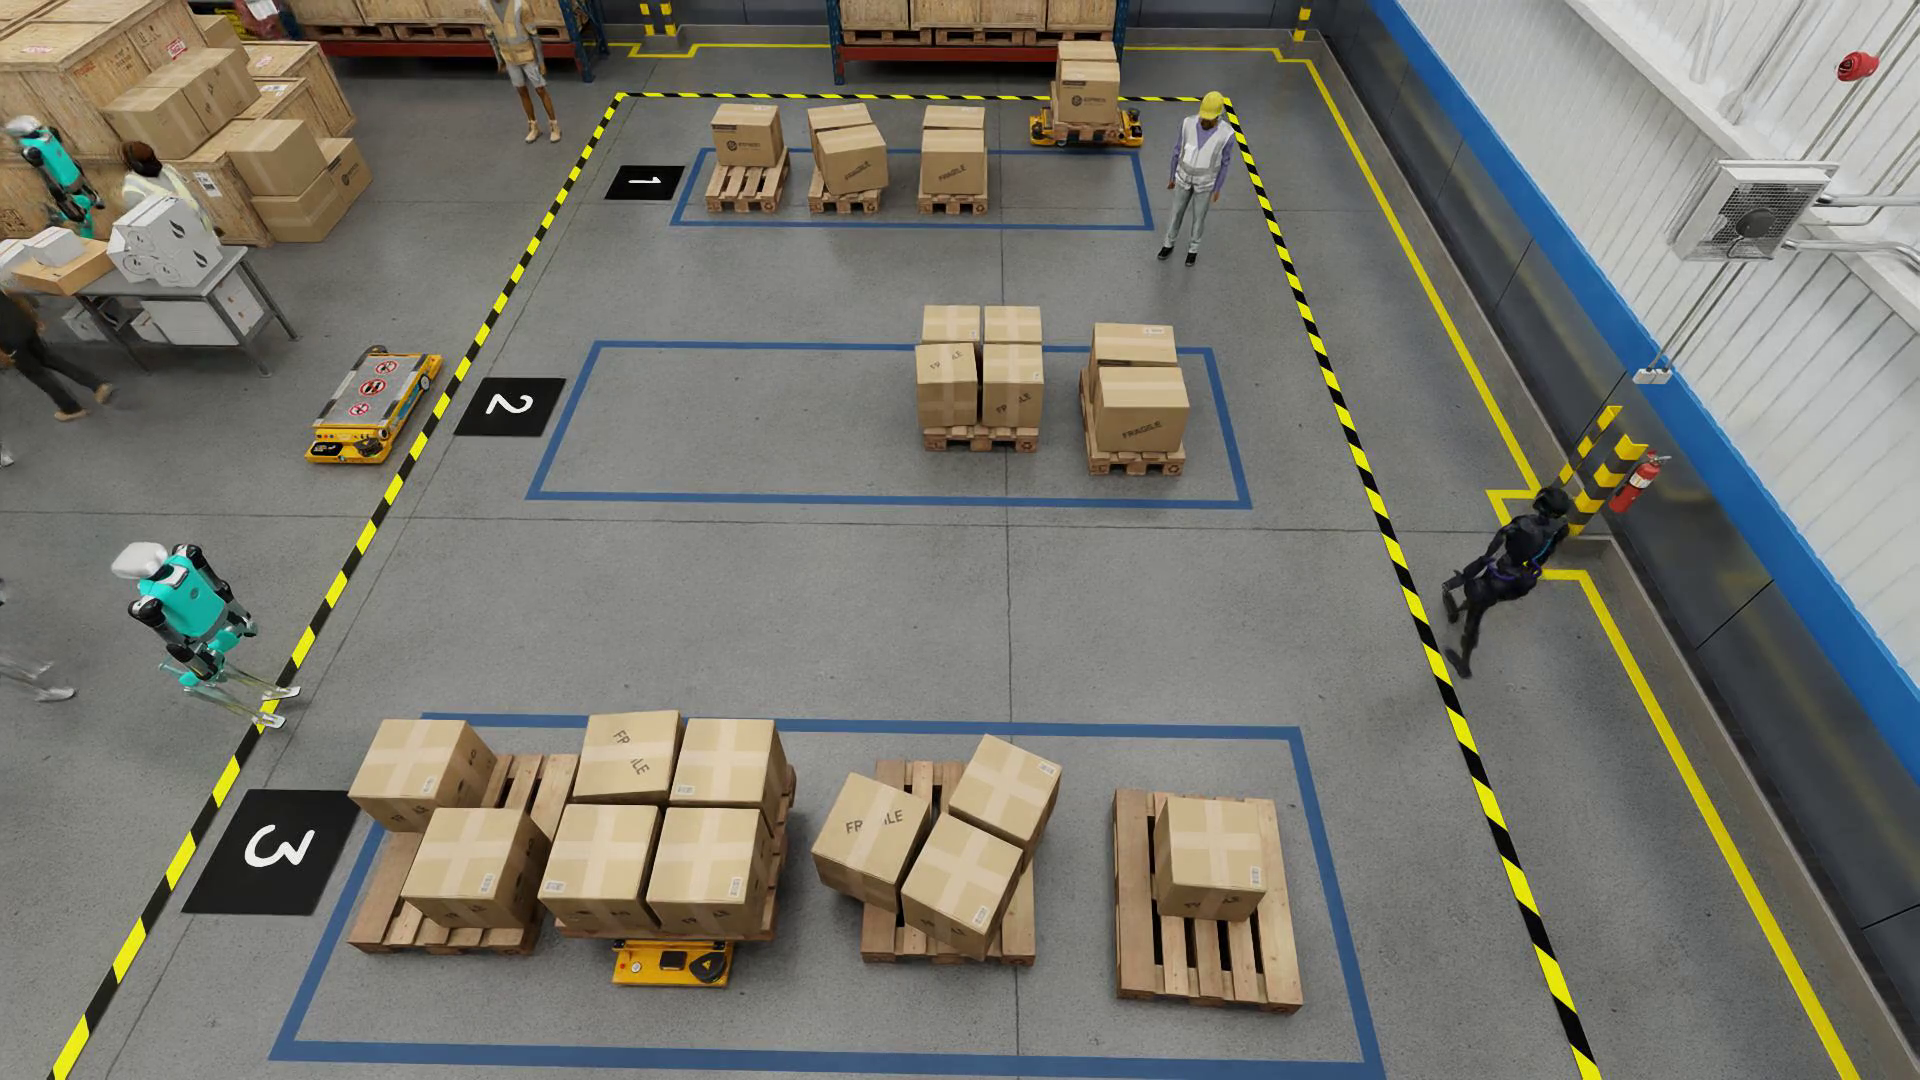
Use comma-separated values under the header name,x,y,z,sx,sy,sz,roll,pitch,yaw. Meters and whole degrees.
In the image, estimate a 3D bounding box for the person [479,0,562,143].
name,x,y,z,sx,sy,sz,roll,pitch,yaw
person,-5.384,-5.885,11.192,0.605,2.034,0.389,1,50,1

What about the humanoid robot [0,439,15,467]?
name,x,y,z,sx,sy,sz,roll,pitch,yaw
humanoid robot,-8.433,-1.250,7.472,0.785,1.791,0.566,21,53,17

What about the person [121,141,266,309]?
name,x,y,z,sx,sy,sz,roll,pitch,yaw
person,-7.362,-2.920,8.809,0.461,1.832,0.635,1,50,1

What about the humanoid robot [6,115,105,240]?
name,x,y,z,sx,sy,sz,roll,pitch,yaw
humanoid robot,-9.151,-3.390,9.305,1.039,1.757,0.545,-8,50,-7

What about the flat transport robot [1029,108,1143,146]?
name,x,y,z,sx,sy,sz,roll,pitch,yaw
flat transport robot,1.630,-5.376,11.898,1.431,0.197,0.652,1,50,1

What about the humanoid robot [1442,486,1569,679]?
name,x,y,z,sx,sy,sz,roll,pitch,yaw
humanoid robot,3.663,0.223,6.272,0.600,1.630,0.715,-7,50,-6

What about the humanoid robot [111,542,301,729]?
name,x,y,z,sx,sy,sz,roll,pitch,yaw
humanoid robot,-4.869,0.621,5.793,0.735,1.674,0.533,1,50,1

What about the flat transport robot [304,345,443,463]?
name,x,y,z,sx,sy,sz,roll,pitch,yaw
flat transport robot,-5.383,-1.269,8.441,0.659,0.231,1.431,1,50,1

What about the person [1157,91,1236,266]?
name,x,y,z,sx,sy,sz,roll,pitch,yaw
person,2.440,-3.728,9.500,0.586,1.827,0.404,21,53,17

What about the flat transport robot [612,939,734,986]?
name,x,y,z,sx,sy,sz,roll,pitch,yaw
flat transport robot,-1.659,1.971,5.681,0.652,0.197,1.431,1,50,1

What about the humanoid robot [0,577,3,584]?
name,x,y,z,sx,sy,sz,roll,pitch,yaw
humanoid robot,-7.778,-0.173,6.600,0.492,1.626,0.629,-4,50,-3

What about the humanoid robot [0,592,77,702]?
name,x,y,z,sx,sy,sz,roll,pitch,yaw
humanoid robot,-6.605,0.525,5.963,0.792,1.782,0.540,-23,54,-18

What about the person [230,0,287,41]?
name,x,y,z,sx,sy,sz,roll,pitch,yaw
person,-9.324,-7.004,12.220,0.467,1.905,0.624,15,51,13

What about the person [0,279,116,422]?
name,x,y,z,sx,sy,sz,roll,pitch,yaw
person,-8.048,-1.758,7.826,0.550,1.836,0.534,-5,50,-4
